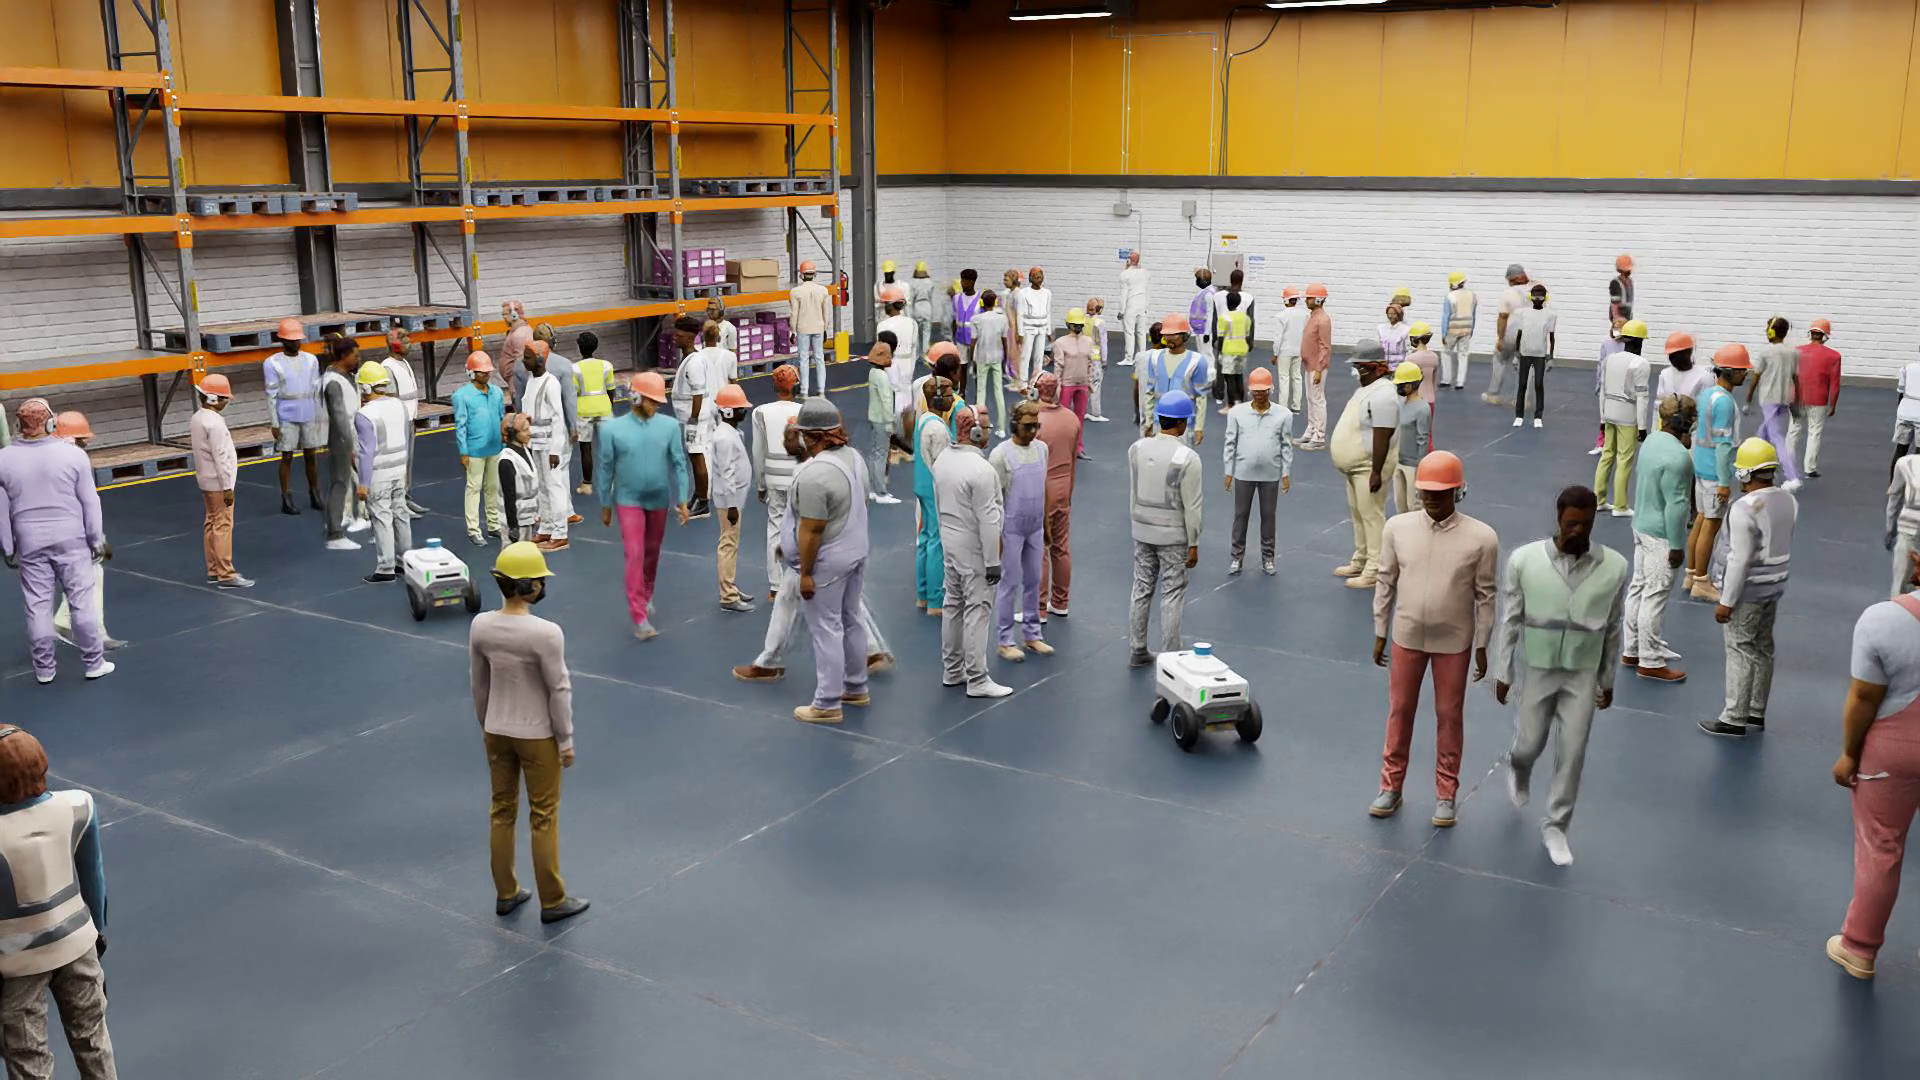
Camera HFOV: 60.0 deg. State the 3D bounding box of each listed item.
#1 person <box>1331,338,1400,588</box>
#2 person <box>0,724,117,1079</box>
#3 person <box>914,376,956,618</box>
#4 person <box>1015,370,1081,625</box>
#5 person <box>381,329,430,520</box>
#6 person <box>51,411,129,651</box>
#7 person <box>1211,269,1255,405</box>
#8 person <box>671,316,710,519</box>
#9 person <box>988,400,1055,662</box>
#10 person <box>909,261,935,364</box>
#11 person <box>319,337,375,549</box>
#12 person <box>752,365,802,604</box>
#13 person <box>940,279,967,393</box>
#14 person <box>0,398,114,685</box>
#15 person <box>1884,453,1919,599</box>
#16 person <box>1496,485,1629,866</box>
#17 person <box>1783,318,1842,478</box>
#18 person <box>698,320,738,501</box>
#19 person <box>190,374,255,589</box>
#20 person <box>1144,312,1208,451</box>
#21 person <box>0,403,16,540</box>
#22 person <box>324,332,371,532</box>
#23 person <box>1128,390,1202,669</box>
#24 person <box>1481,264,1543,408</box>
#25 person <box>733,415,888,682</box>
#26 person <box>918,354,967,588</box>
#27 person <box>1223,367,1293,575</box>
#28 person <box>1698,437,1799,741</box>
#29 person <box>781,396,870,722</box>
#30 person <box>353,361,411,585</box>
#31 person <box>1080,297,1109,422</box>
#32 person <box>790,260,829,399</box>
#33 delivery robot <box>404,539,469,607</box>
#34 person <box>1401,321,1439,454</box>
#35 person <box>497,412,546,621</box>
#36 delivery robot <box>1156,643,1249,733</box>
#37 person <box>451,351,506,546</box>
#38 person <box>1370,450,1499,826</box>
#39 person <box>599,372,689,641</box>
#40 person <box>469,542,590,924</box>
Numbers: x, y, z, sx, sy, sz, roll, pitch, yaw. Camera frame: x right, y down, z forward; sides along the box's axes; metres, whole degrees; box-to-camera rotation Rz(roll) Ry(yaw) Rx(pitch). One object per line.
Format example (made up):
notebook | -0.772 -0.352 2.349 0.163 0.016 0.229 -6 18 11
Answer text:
person | 3.294 -0.639 13.576 0.535 2.000 0.687 0 13 1
person | -3.095 1.404 5.586 0.307 1.645 0.514 8 15 30
person | -0.174 -0.329 12.659 0.336 1.845 0.514 -4 14 -18
person | 0.609 -0.320 12.484 0.406 1.910 0.639 12 17 41
person | -5.422 -1.123 16.108 0.379 1.842 0.570 -1 13 -4
person | -6.173 -0.041 11.654 0.389 1.733 0.580 -12 18 -42
person | 3.853 -2.861 23.515 0.606 1.906 0.401 5 14 19
person | -2.606 -1.191 16.134 0.367 1.967 0.602 -3 13 -12
person | 0.427 -0.065 11.551 0.524 1.834 0.359 -10 16 -38
person | -0.675 -3.864 28.268 0.491 1.730 0.526 -4 13 -16
person | -5.333 -0.845 14.791 0.780 1.898 0.612 0 13 -1
person | -1.333 -0.430 13.022 0.573 1.883 0.356 4 14 16
person | -0.142 -3.032 24.714 0.658 1.699 0.348 10 17 38
person | -6.023 0.011 11.048 0.636 1.911 0.405 -4 13 -15
person | 6.925 -0.049 11.928 0.517 1.646 0.359 6 14 24
person | 3.005 0.631 8.380 0.598 1.899 0.650 2 13 8
person | 9.315 -1.550 18.194 0.571 1.738 0.354 12 18 42
person | -2.506 -1.312 16.926 0.513 1.845 0.336 -4 14 -18
person | -6.021 -0.481 13.541 0.342 1.740 0.576 -11 17 -38
person | 2.007 -1.115 15.635 0.605 2.045 0.386 8 15 30
person | -8.542 -0.649 14.500 0.514 1.640 0.307 -10 16 -37
person | -5.772 -1.012 15.568 0.512 1.873 0.329 8 15 31
person | 1.387 -0.041 11.210 0.414 1.941 0.606 -12 18 -42
person | 7.747 -2.895 23.364 0.708 2.000 0.929 -4 13 -15
person | -0.970 0.059 11.040 1.037 1.826 0.583 -1 13 -2
person | -0.136 -0.568 13.544 0.374 1.915 0.597 -9 16 -35
person | 2.489 -0.573 13.920 0.573 1.750 0.330 2 13 7
person | 4.732 0.295 9.994 0.591 1.828 0.404 -9 16 -35
person | -0.853 0.101 10.367 0.535 2.000 0.682 6 14 23
person | -4.749 -0.547 13.634 0.403 1.834 0.589 4 14 16
person | 1.765 -2.384 22.025 0.311 1.638 0.521 -9 16 -34
person | -2.185 -3.036 24.076 0.615 1.994 0.381 -7 15 -30
delivery robot | -4.050 0.233 12.847 0.477 0.478 0.707 -8 15 -31
person | 4.864 -1.446 17.703 0.518 1.756 0.342 -10 16 -38
person | -3.244 -0.128 12.238 0.312 1.639 0.518 0 13 -1
delivery robot | 1.467 0.866 10.098 0.477 0.478 0.707 -4 13 -16
person | -4.312 -0.837 15.064 0.324 1.752 0.560 8 15 31
person | 2.461 0.512 8.683 0.614 1.993 0.395 6 14 26
person | -2.350 -0.290 12.349 0.616 1.927 1.027 -7 15 -27
person | -1.982 0.877 7.608 0.527 1.765 0.329 6 14 25
